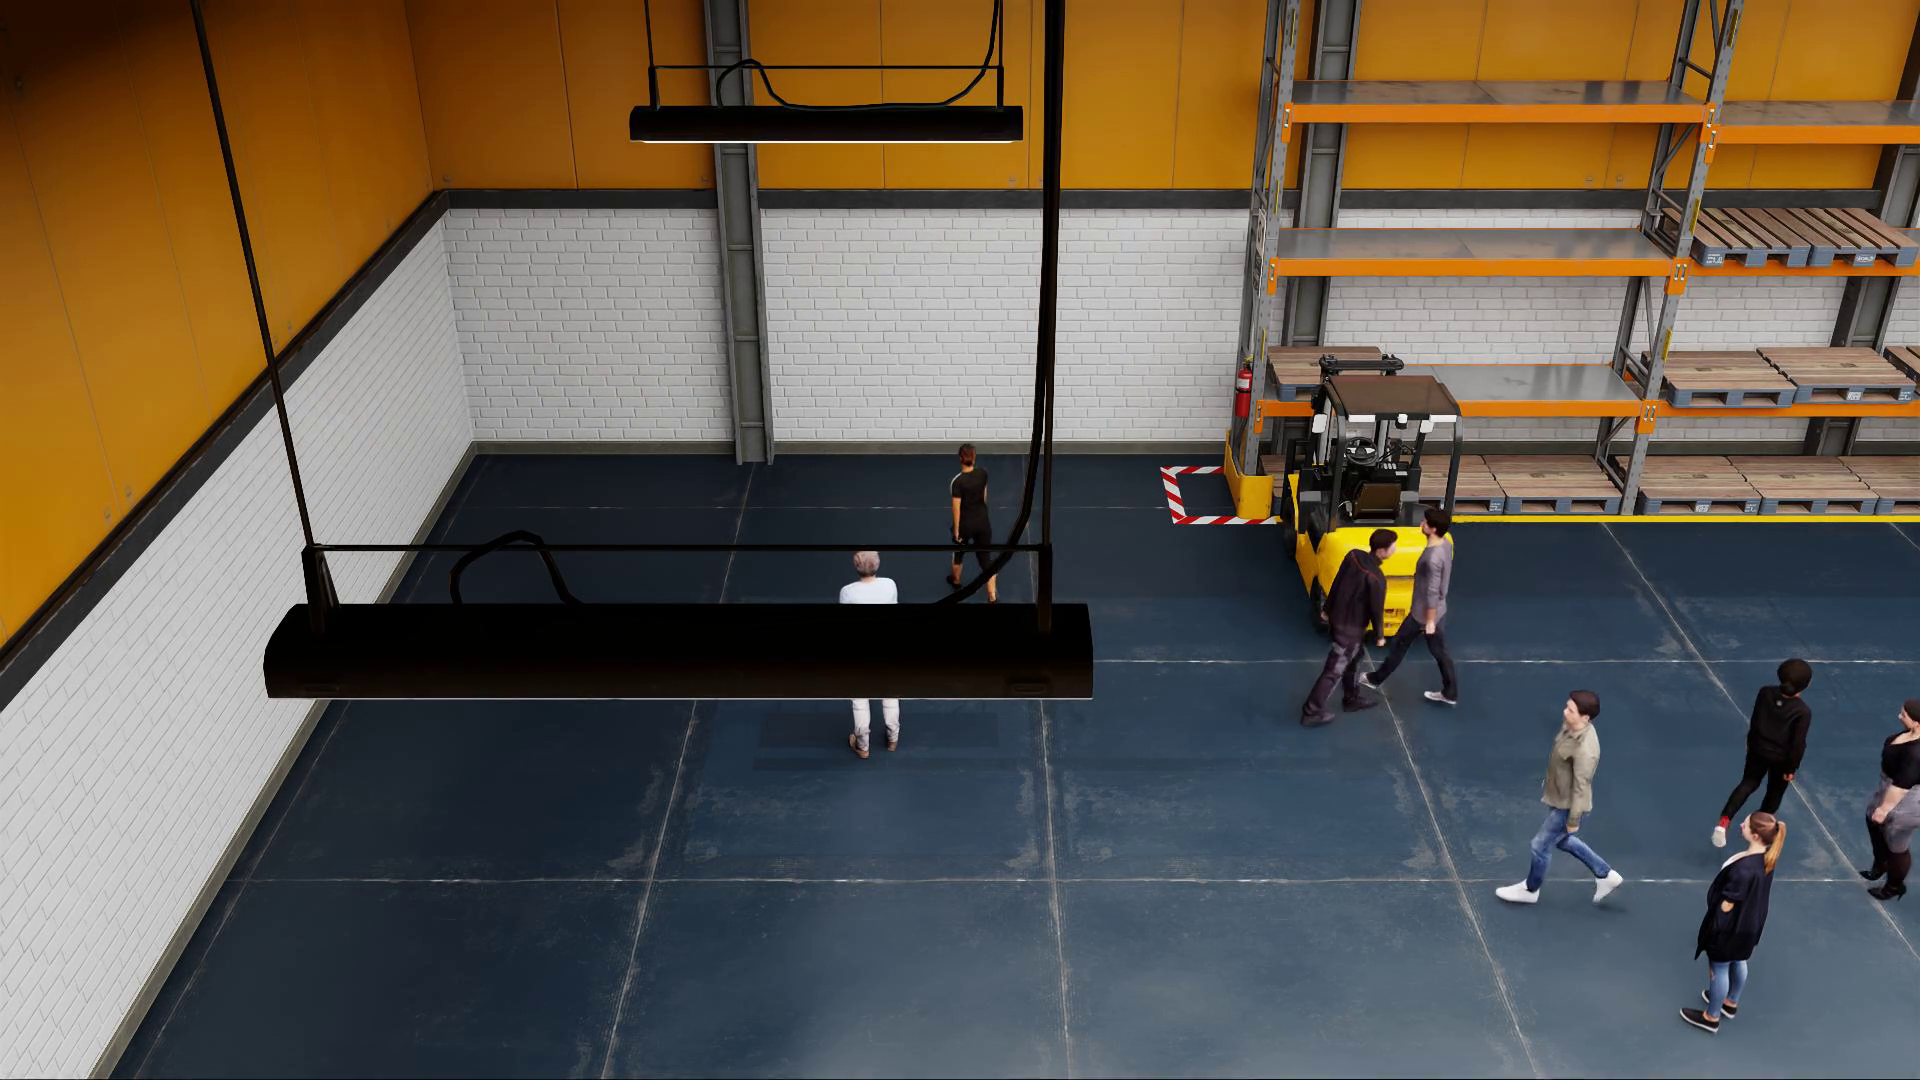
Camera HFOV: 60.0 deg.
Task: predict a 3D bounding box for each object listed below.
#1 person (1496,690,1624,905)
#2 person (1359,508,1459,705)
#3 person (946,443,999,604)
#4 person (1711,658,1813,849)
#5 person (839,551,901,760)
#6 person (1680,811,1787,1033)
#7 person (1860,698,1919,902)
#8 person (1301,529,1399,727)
[{"bbox_3d":[4.362,1.852,11.674,1.147,1.842,0.866,6,29,11],"label":"person"},{"bbox_3d":[4.023,0.613,13.987,1.271,1.801,1.060,14,32,24],"label":"person"},{"bbox_3d":[0.155,-0.104,15.475,1.120,1.635,0.972,-13,31,-23],"label":"person"},{"bbox_3d":[5.971,1.603,12.319,1.056,1.660,0.921,-17,33,-28],"label":"person"},{"bbox_3d":[-0.722,0.888,13.388,0.636,1.892,0.800,-10,30,-18],"label":"person"},{"bbox_3d":[5.026,2.453,10.736,0.695,1.684,0.780,-20,35,-33],"label":"person"},{"bbox_3d":[6.761,1.880,11.736,0.846,1.732,0.826,18,33,29],"label":"person"},{"bbox_3d":[3.126,0.736,13.707,1.047,1.853,0.841,-10,30,-17],"label":"person"}]
